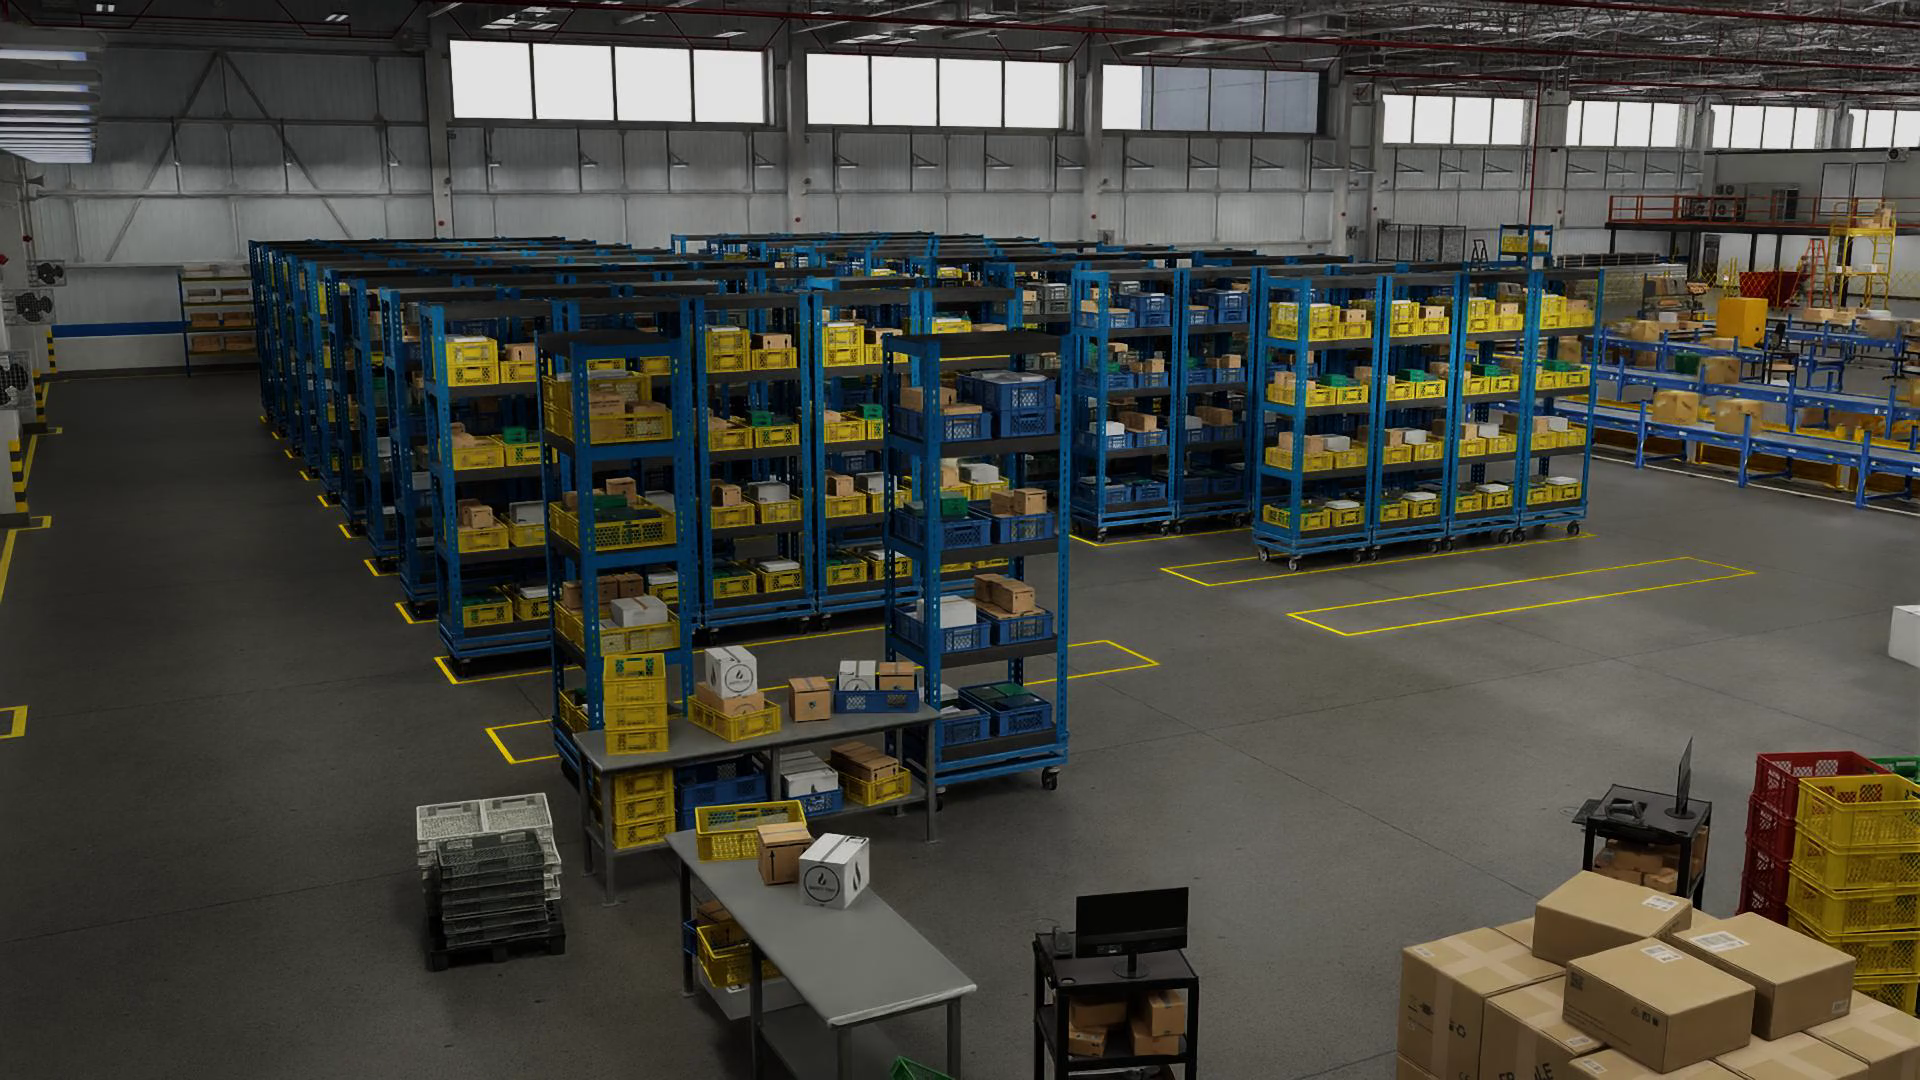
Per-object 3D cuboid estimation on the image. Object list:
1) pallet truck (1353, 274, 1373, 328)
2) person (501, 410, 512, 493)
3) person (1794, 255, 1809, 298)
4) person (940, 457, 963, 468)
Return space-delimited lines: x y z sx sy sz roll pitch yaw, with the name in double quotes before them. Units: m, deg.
"pallet truck" 13.011 -8.050 55.243 0.823 1.965 1.885 -7 14 -28
"person" -6.070 -0.902 22.156 0.389 1.849 0.565 -7 14 -31
"person" 35.061 -10.940 69.179 0.514 1.828 0.752 -3 12 -14
"person" -0.175 -0.672 21.230 0.605 1.798 0.894 -7 14 -29
